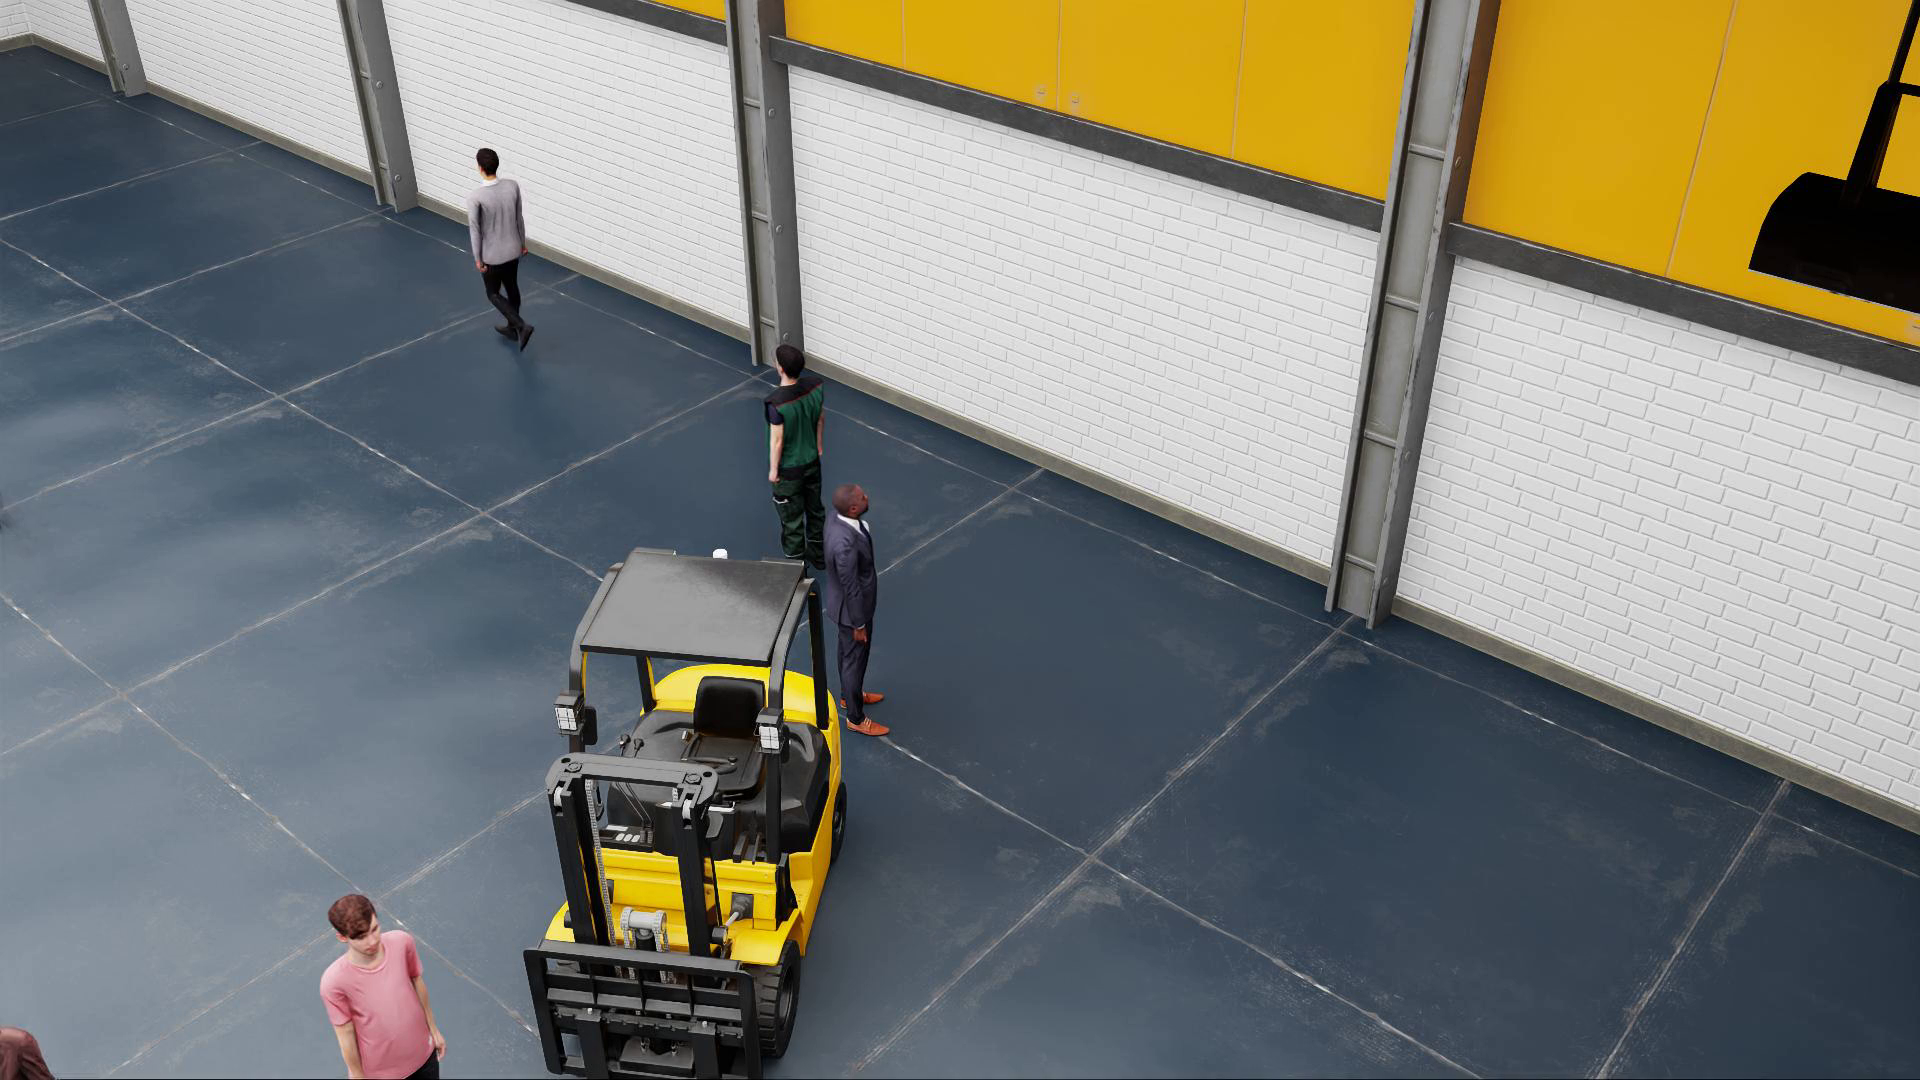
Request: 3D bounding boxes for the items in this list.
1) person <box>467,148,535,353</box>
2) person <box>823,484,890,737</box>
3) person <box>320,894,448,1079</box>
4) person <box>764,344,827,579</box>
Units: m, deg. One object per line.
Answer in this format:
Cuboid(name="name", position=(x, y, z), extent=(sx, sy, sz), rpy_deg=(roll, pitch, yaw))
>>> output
Cuboid(name="person", position=(-4.148, -2.626, 15.175), extent=(0.980, 1.907, 0.738), rpy_deg=(26, 42, 33))
Cuboid(name="person", position=(-0.691, 0.421, 10.667), extent=(0.845, 1.822, 0.775), rpy_deg=(-4, 34, -6))
Cuboid(name="person", position=(-2.607, 2.359, 7.629), extent=(0.561, 1.959, 0.630), rpy_deg=(22, 39, 29))
Cuboid(name="person", position=(-1.187, -0.564, 12.078), extent=(0.560, 1.901, 0.660), rpy_deg=(24, 40, 31))
